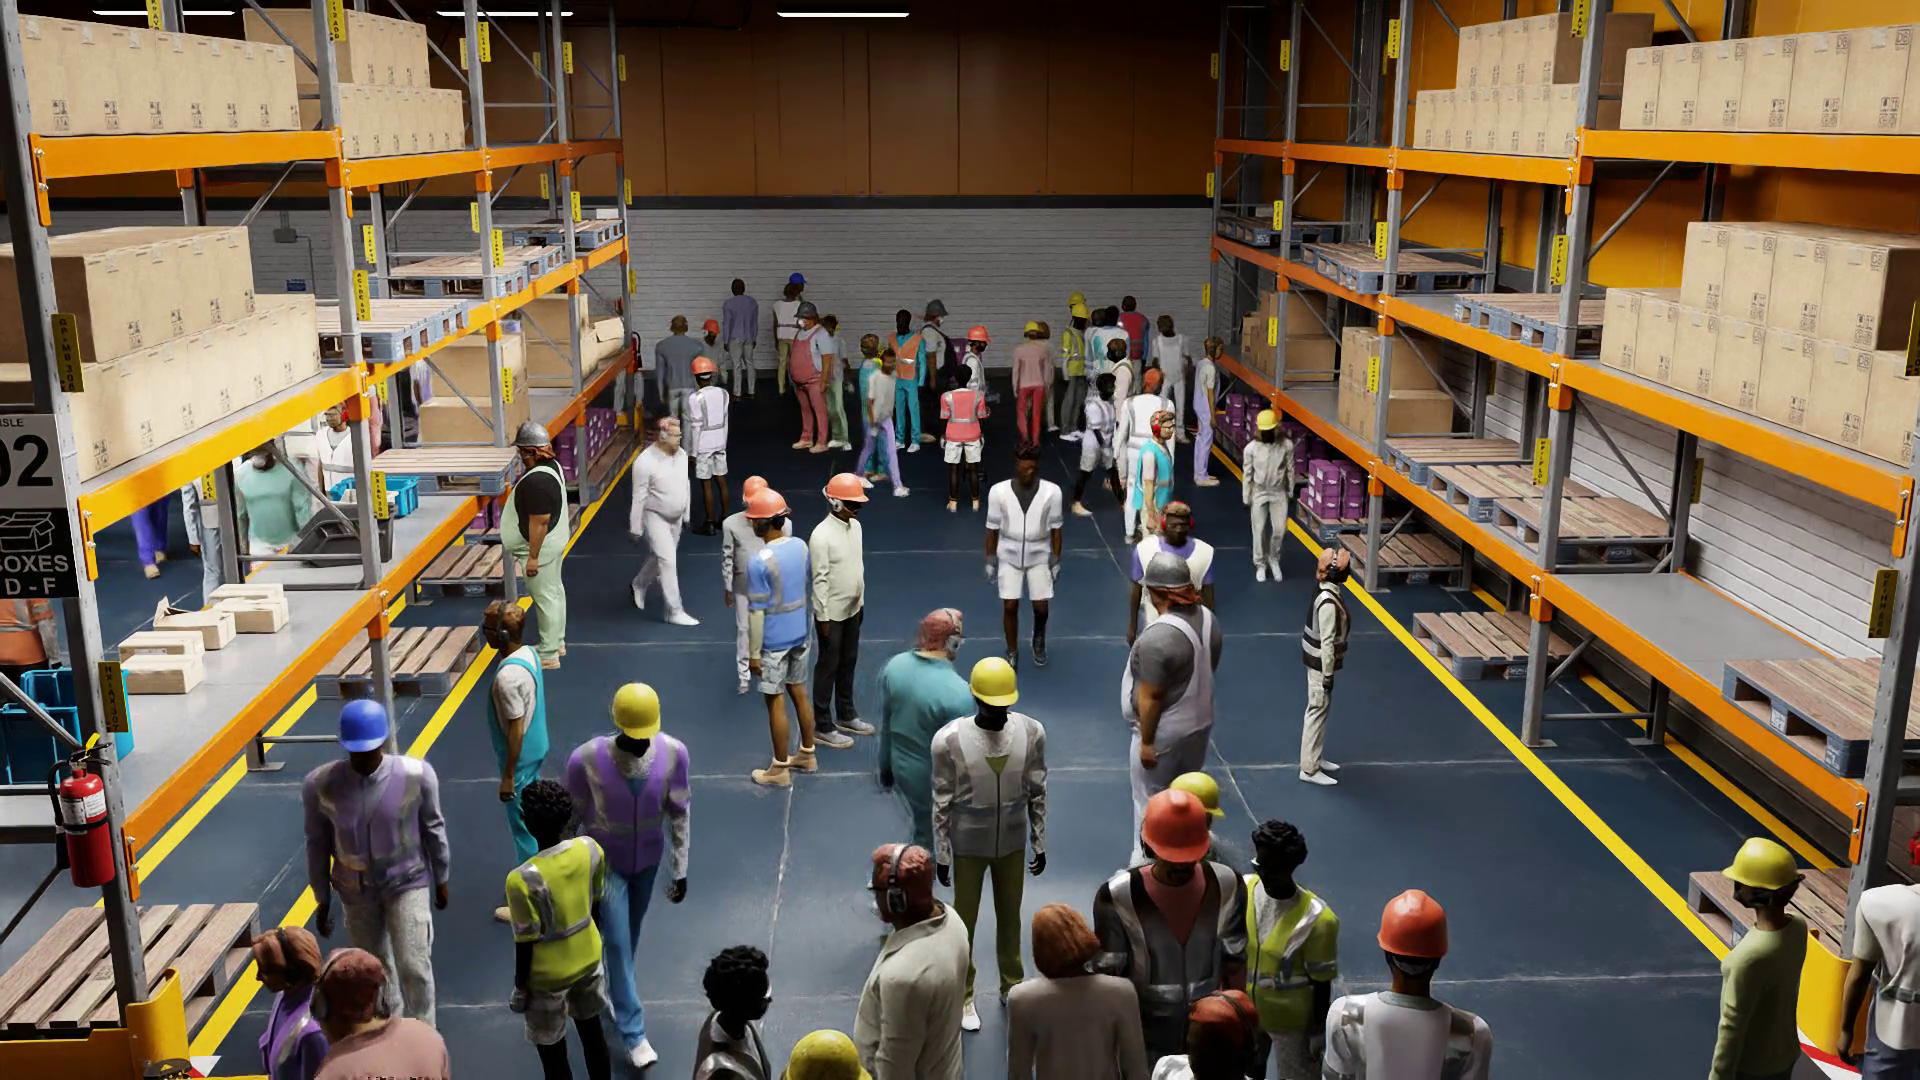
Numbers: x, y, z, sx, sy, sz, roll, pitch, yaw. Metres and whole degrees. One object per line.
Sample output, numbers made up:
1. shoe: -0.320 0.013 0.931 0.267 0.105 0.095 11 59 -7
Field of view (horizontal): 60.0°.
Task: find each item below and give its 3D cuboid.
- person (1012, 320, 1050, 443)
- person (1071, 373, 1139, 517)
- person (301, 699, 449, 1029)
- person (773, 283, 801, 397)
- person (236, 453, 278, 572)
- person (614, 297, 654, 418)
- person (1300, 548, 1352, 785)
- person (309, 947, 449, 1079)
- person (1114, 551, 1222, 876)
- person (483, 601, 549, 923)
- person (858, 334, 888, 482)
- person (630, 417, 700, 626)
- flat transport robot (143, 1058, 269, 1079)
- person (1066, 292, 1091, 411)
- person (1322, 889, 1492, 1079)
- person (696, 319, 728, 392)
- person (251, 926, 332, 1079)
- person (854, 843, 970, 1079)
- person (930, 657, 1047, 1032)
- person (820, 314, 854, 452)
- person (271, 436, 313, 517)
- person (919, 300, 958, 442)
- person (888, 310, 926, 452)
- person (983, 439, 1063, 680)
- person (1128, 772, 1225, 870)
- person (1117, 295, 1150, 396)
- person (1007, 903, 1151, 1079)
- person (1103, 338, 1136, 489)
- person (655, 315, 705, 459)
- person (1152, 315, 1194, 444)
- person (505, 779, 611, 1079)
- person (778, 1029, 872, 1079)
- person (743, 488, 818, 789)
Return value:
1. person: 0.955 -2.077 22.456 0.530 1.756 0.405 -2 14 -8
2. person: 1.630 -1.042 18.570 0.865 1.643 0.541 9 17 33
3. person: -2.682 1.609 7.687 0.609 1.901 0.759 -2 15 -10
4. person: -2.727 -3.204 26.722 0.565 1.832 0.404 4 15 14
5. person: -5.944 -0.065 14.245 0.401 1.909 0.599 3 15 12
6. person: -4.836 -2.644 24.456 0.718 1.855 0.575 1 14 2
7. person: 2.466 0.842 11.235 0.314 1.629 0.509 2 15 10
8. person: -1.827 2.232 5.391 0.857 1.835 0.706 3 15 12
9. person: 1.193 1.035 9.655 0.538 2.000 0.682 13 19 42
10. person: -2.473 1.228 9.289 0.332 1.844 0.518 0 14 -1
11. person: -1.082 -1.636 20.543 0.343 1.839 0.506 -12 18 -39
12. person: -2.711 -0.195 14.859 0.898 1.865 0.687 9 17 30
13. flat transport robot: -3.297 2.624 6.947 0.652 0.197 1.431 -1 14 -5
14. person: 1.808 -2.887 25.488 0.403 1.824 0.593 -2 14 -8
15. person: 1.498 2.110 5.669 0.543 1.929 0.386 5 15 20
16. person: -3.415 -2.177 22.920 0.854 1.703 0.571 12 18 38
17. person: -2.348 2.157 6.072 0.314 1.632 0.524 -8 17 -30
18. person: -0.186 2.011 6.119 0.402 1.896 0.657 3 15 13
19. person: 0.151 1.480 8.156 0.586 1.920 0.396 -4 15 -17
20. person: -1.723 -2.129 22.464 0.727 1.847 0.409 11 18 37
21. person: -7.133 -0.959 17.810 0.575 1.880 0.359 -8 16 -28
22. person: -0.324 -2.335 22.885 0.691 2.000 0.745 -1 14 -4
23. person: -0.723 -2.146 22.386 0.596 1.917 0.374 9 17 32
24. person: 0.499 0.145 13.335 0.642 1.954 0.423 1 14 3
25. person: 0.865 1.817 7.235 0.618 1.724 0.411 -9 17 -32
26. person: 2.510 -2.732 24.875 0.633 1.835 0.431 -3 15 -13
27. person: 0.455 2.124 6.286 0.556 1.574 0.871 -1 14 -3
28. person: 1.911 -1.531 20.154 0.429 1.837 0.631 2 14 7
29. person: -3.629 -1.980 21.746 0.643 1.919 0.660 0 14 -1
30. person: 2.925 -2.188 22.794 0.600 1.806 0.446 2 14 9
31. person: -1.734 1.840 7.179 0.317 1.695 0.540 8 16 29
32. person: -0.427 2.325 5.205 0.320 1.738 0.483 3 15 12
33. person: -1.244 0.649 11.196 0.421 2.033 0.608 8 16 29
